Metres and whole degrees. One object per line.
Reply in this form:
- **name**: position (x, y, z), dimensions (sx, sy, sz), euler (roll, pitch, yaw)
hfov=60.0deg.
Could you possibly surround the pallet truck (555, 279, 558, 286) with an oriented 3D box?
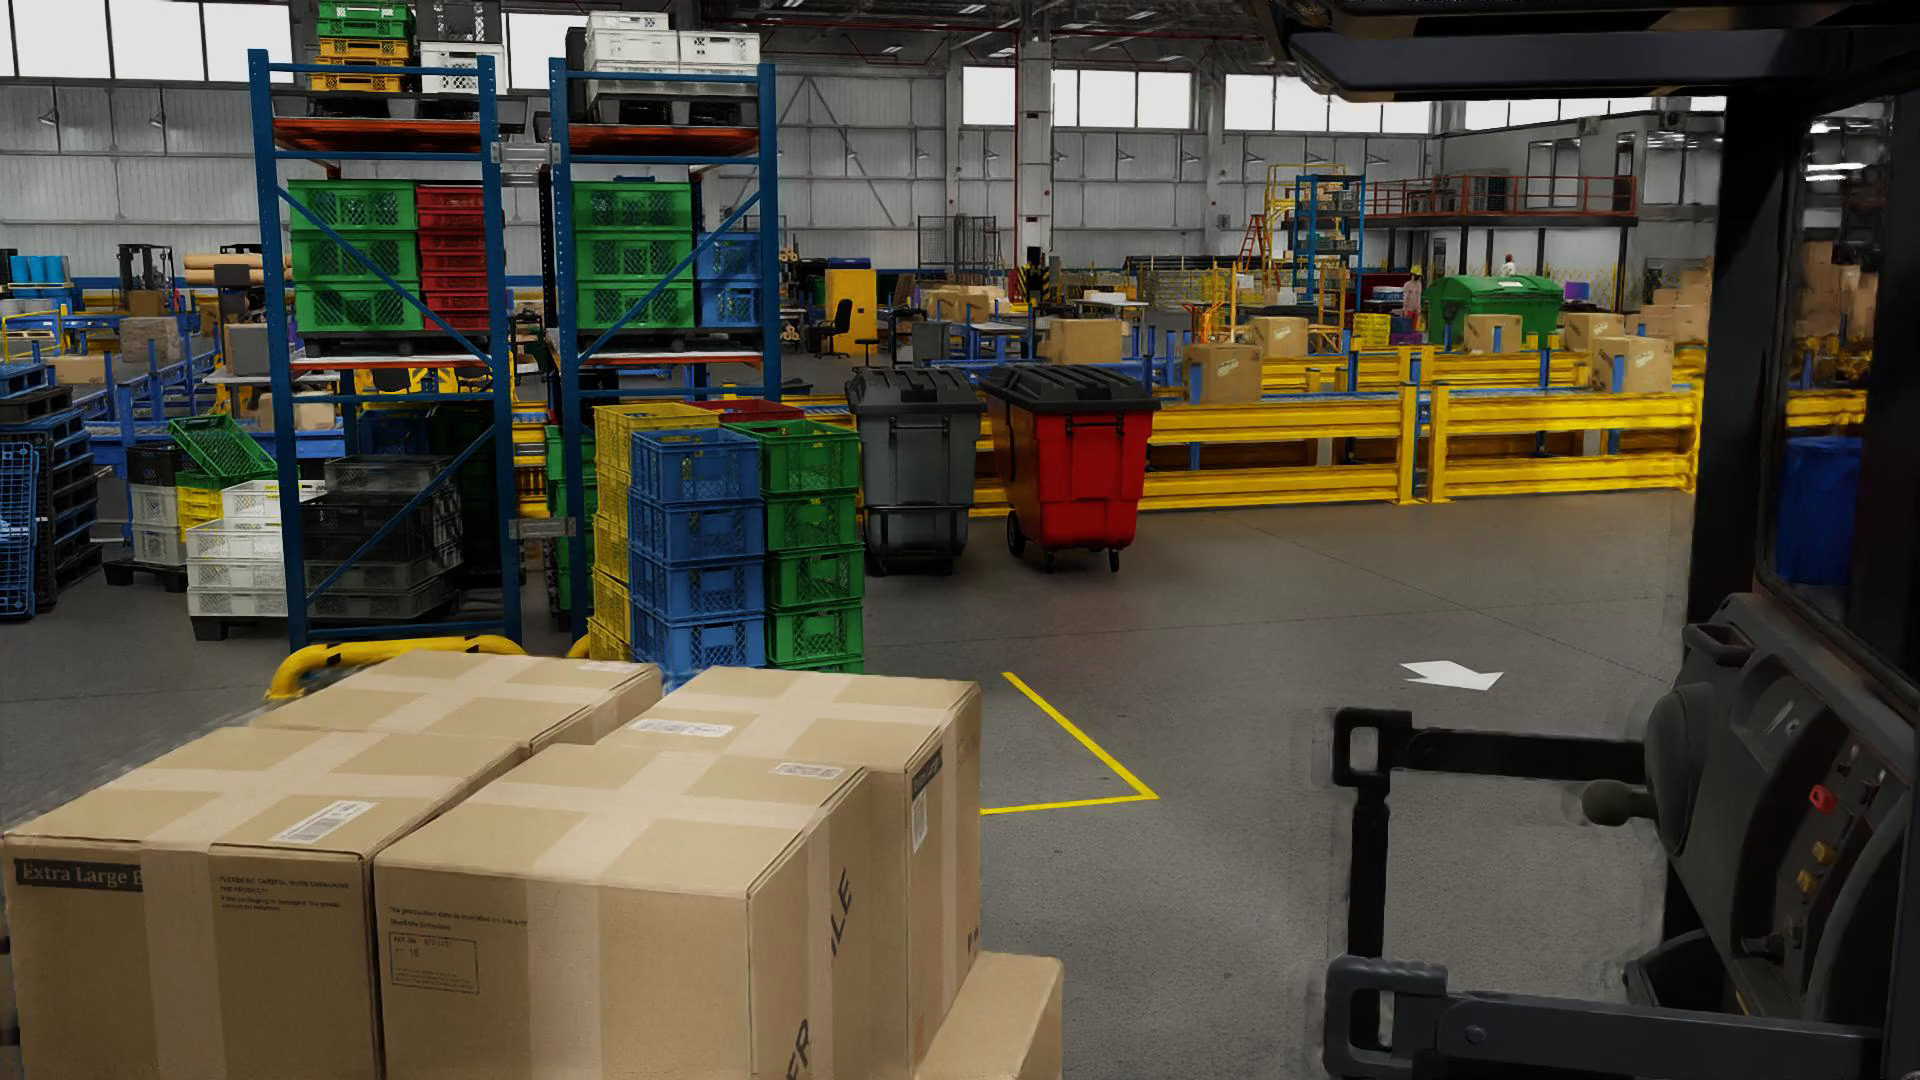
- **pallet truck**: position (-10.604, -6.375, 44.520), dimensions (0.653, 1.274, 1.630), euler (-3, 10, -15)

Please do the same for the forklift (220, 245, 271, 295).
- **forklift**: position (-17.749, -6.334, 41.440), dimensions (1.157, 1.987, 2.680), euler (-3, 10, -17)

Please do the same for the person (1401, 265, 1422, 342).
- **person**: position (8.769, -4.427, 32.201), dimensions (0.525, 1.759, 0.337), euler (-8, 13, -38)

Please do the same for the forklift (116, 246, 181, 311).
- **forklift**: position (-19.966, -6.232, 40.894), dimensions (1.157, 1.987, 2.680), euler (-3, 10, -15)

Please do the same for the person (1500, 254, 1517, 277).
- **person**: position (18.163, -8.545, 55.188), dimensions (0.621, 1.869, 0.426), euler (-4, 11, -19)
